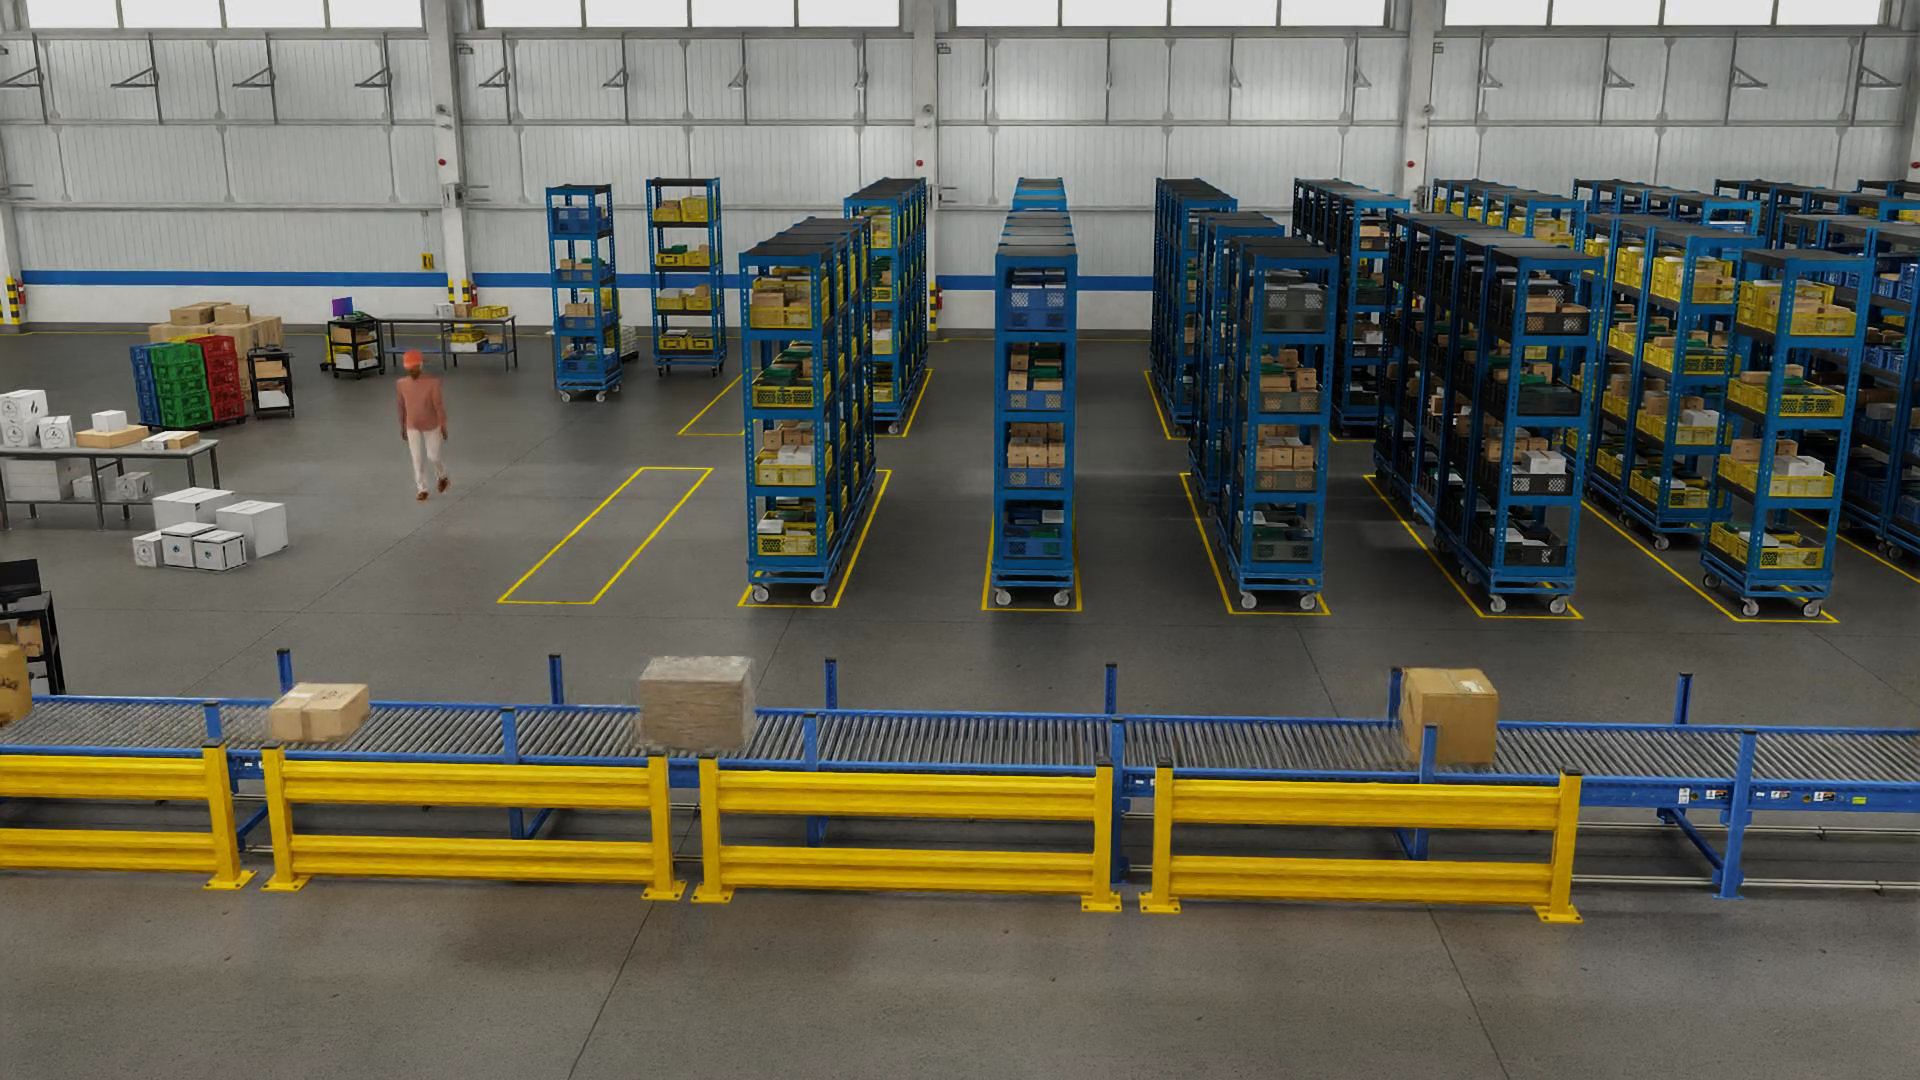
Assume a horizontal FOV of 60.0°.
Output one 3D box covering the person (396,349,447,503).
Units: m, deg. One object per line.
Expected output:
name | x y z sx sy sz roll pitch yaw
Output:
person | -6.862 -1.468 21.240 0.644 1.975 0.530 1 15 3
